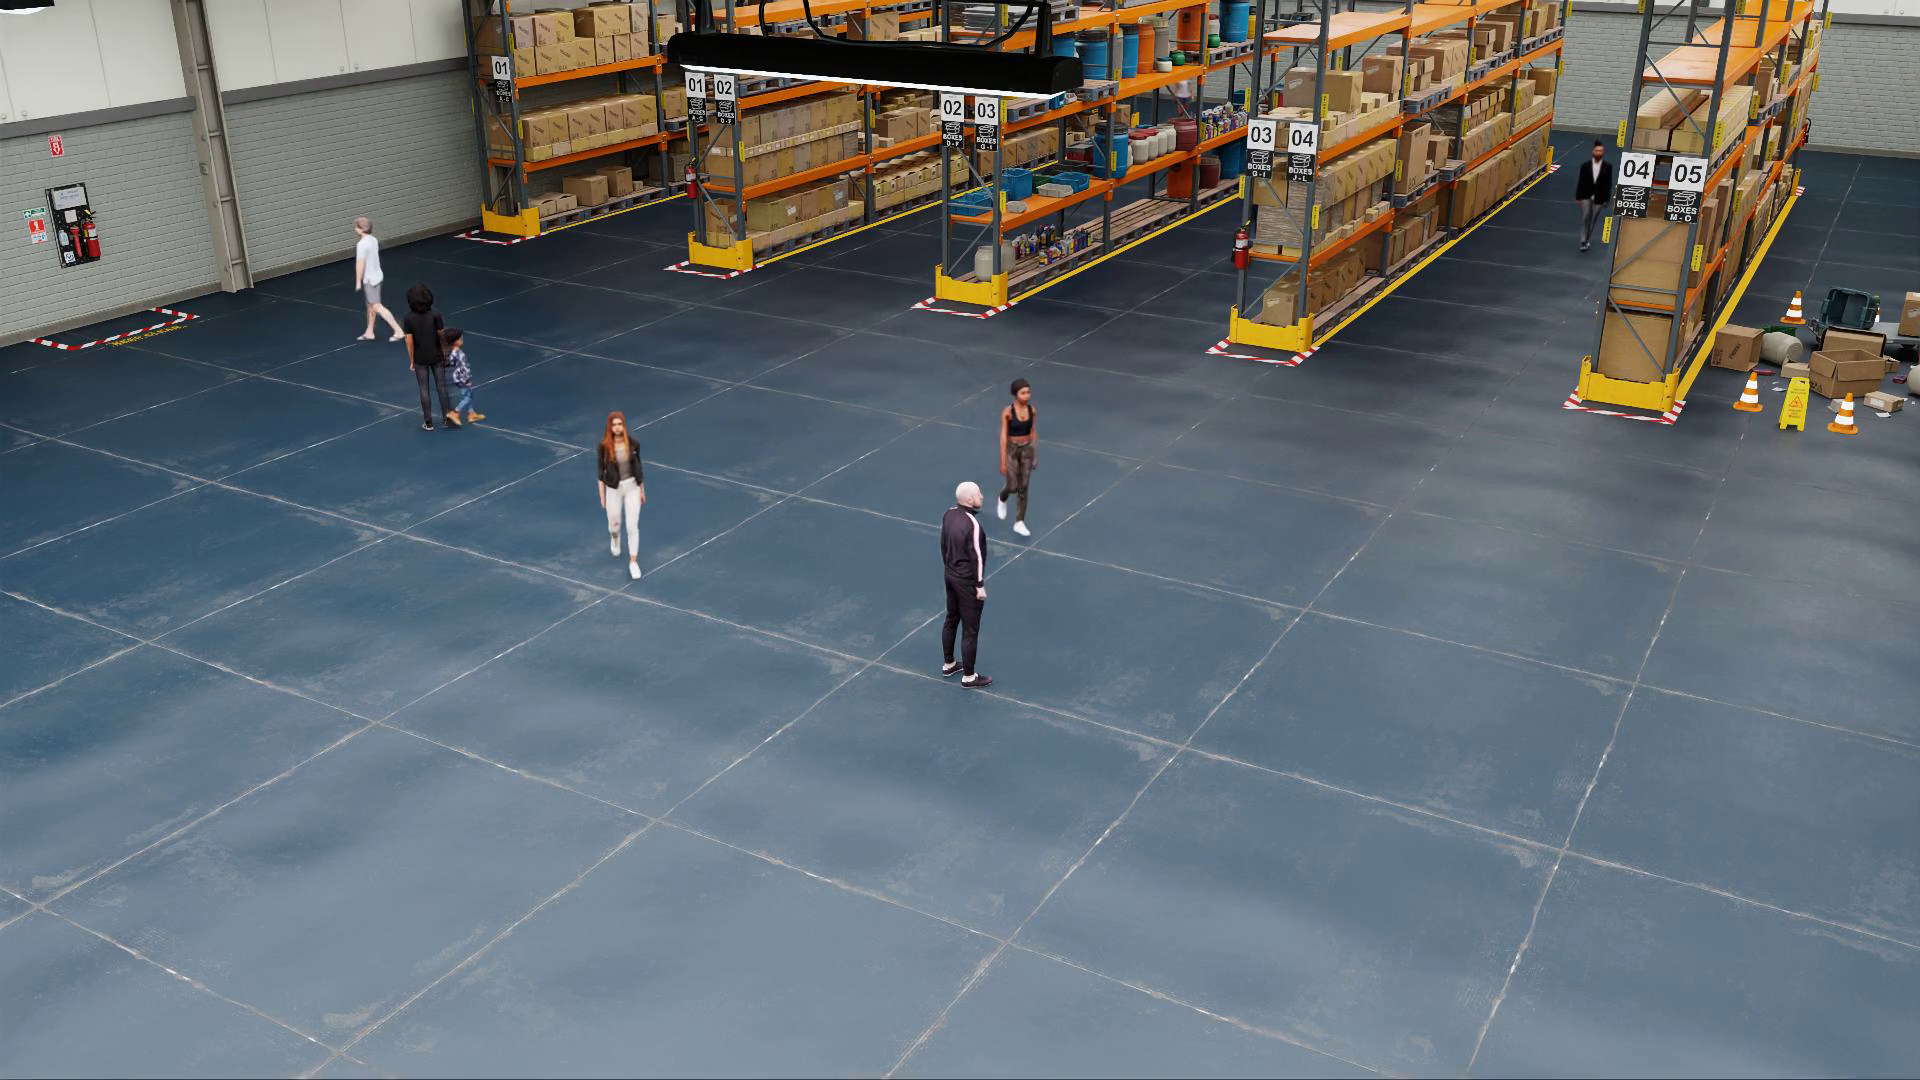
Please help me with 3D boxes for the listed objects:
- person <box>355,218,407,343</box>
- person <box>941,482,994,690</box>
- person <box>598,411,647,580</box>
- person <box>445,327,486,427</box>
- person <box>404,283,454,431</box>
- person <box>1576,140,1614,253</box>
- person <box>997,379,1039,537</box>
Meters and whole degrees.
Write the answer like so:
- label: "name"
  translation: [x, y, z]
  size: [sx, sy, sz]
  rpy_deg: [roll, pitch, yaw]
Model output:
- label: "person"
  translation: [-8.370, -3.714, 23.901]
  size: [1.010, 1.821, 1.090]
  rpy_deg: [2, 23, 4]
- label: "person"
  translation: [0.028, 0.369, 14.283]
  size: [0.743, 1.833, 0.761]
  rpy_deg: [-15, 27, -31]
- label: "person"
  translation: [-3.350, -0.487, 16.484]
  size: [0.929, 1.686, 0.977]
  rpy_deg: [-7, 24, -16]
- label: "person"
  translation: [-6.211, -2.022, 20.663]
  size: [0.812, 1.241, 0.685]
  rpy_deg: [-15, 27, -31]
- label: "person"
  translation: [-6.548, -2.263, 20.468]
  size: [0.687, 1.836, 0.771]
  rpy_deg: [-8, 24, -19]
- label: "person"
  translation: [11.152, -6.046, 29.287]
  size: [0.890, 1.896, 1.270]
  rpy_deg: [7, 24, 16]
- label: "person"
  translation: [0.573, -0.897, 17.447]
  size: [0.845, 1.687, 0.874]
  rpy_deg: [-10, 25, -23]
